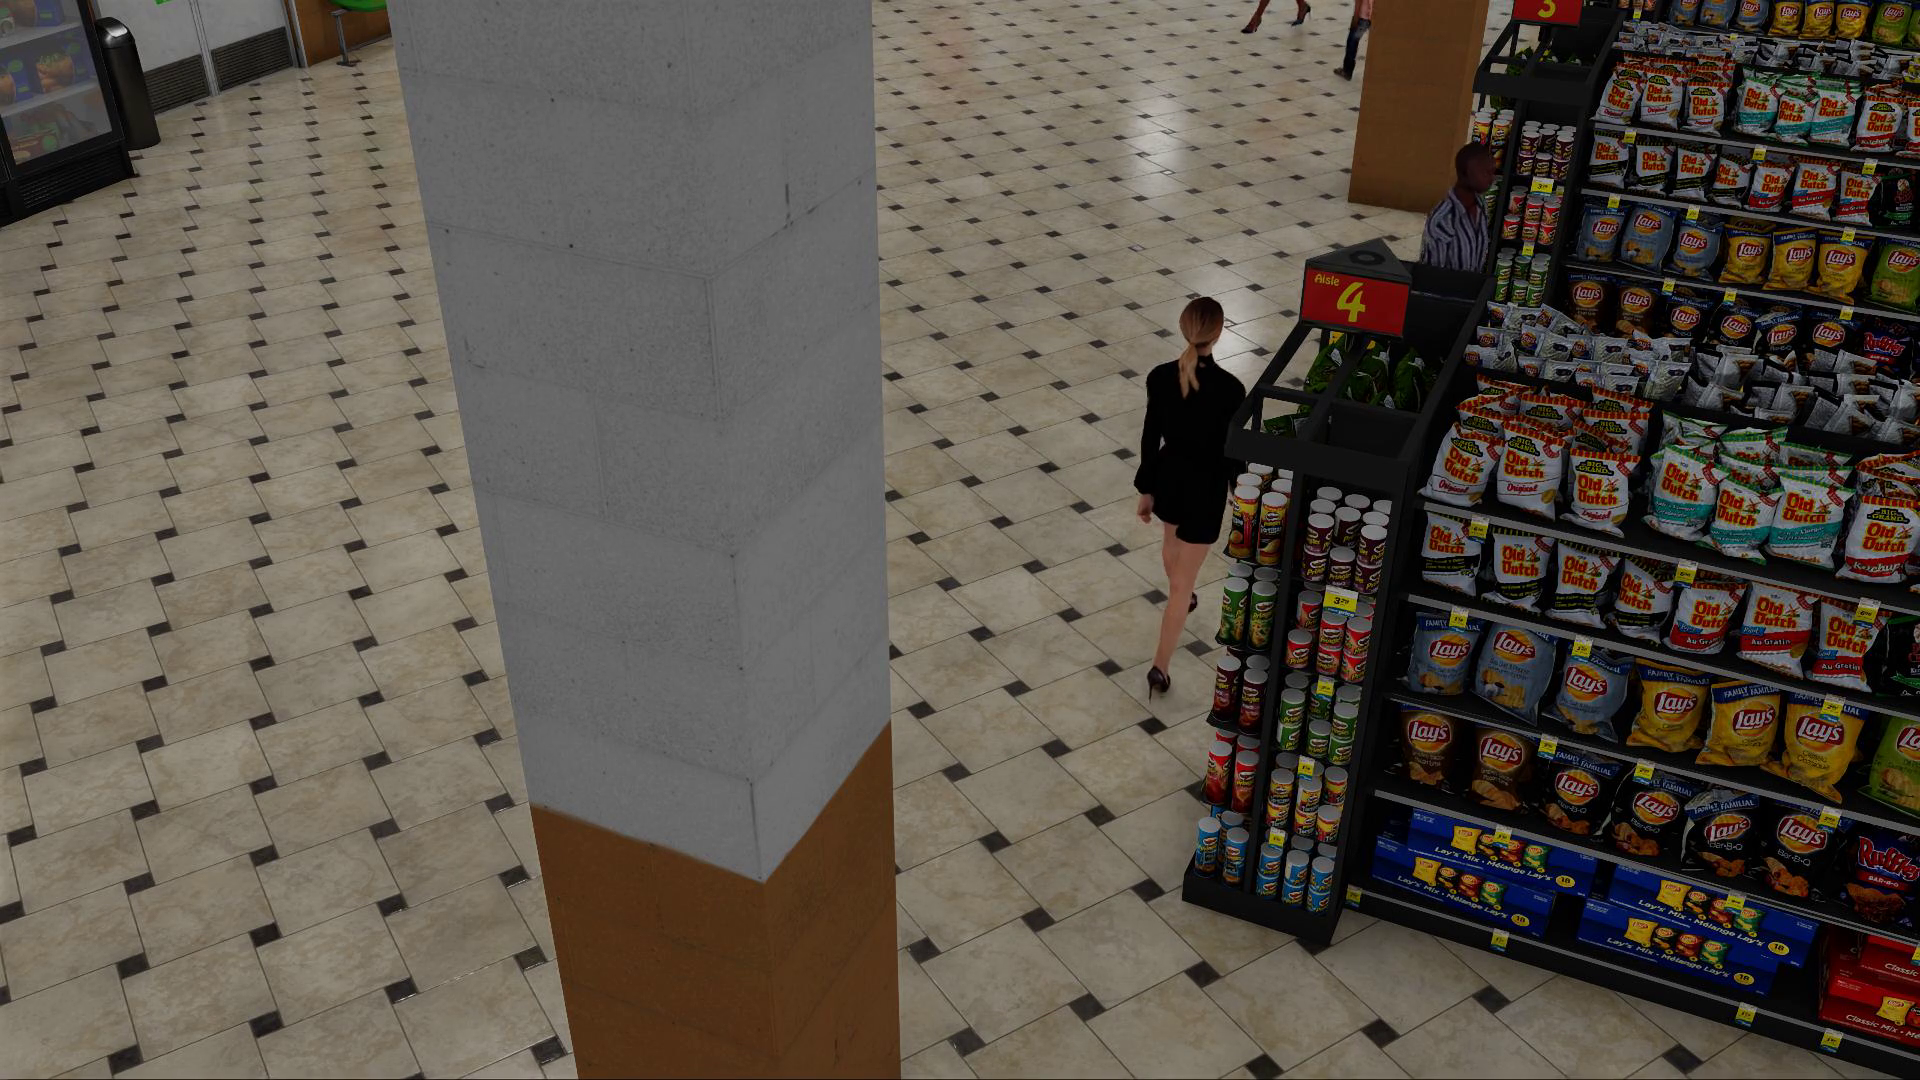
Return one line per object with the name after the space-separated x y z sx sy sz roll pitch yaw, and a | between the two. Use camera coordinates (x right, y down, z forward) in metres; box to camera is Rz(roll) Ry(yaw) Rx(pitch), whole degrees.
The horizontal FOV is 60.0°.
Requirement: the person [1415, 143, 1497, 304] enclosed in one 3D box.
2.393 -1.178 8.509 0.913 1.774 0.759 24 39 33 | person

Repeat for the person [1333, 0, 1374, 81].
3.586 -4.557 14.397 0.872 1.291 0.960 -12 34 -19 | person

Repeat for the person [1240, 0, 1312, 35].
3.154 -5.685 15.829 1.063 1.693 1.113 -17 36 -25 | person

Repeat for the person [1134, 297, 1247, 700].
0.901 -0.114 6.839 0.939 1.731 0.636 16 35 24 | person
